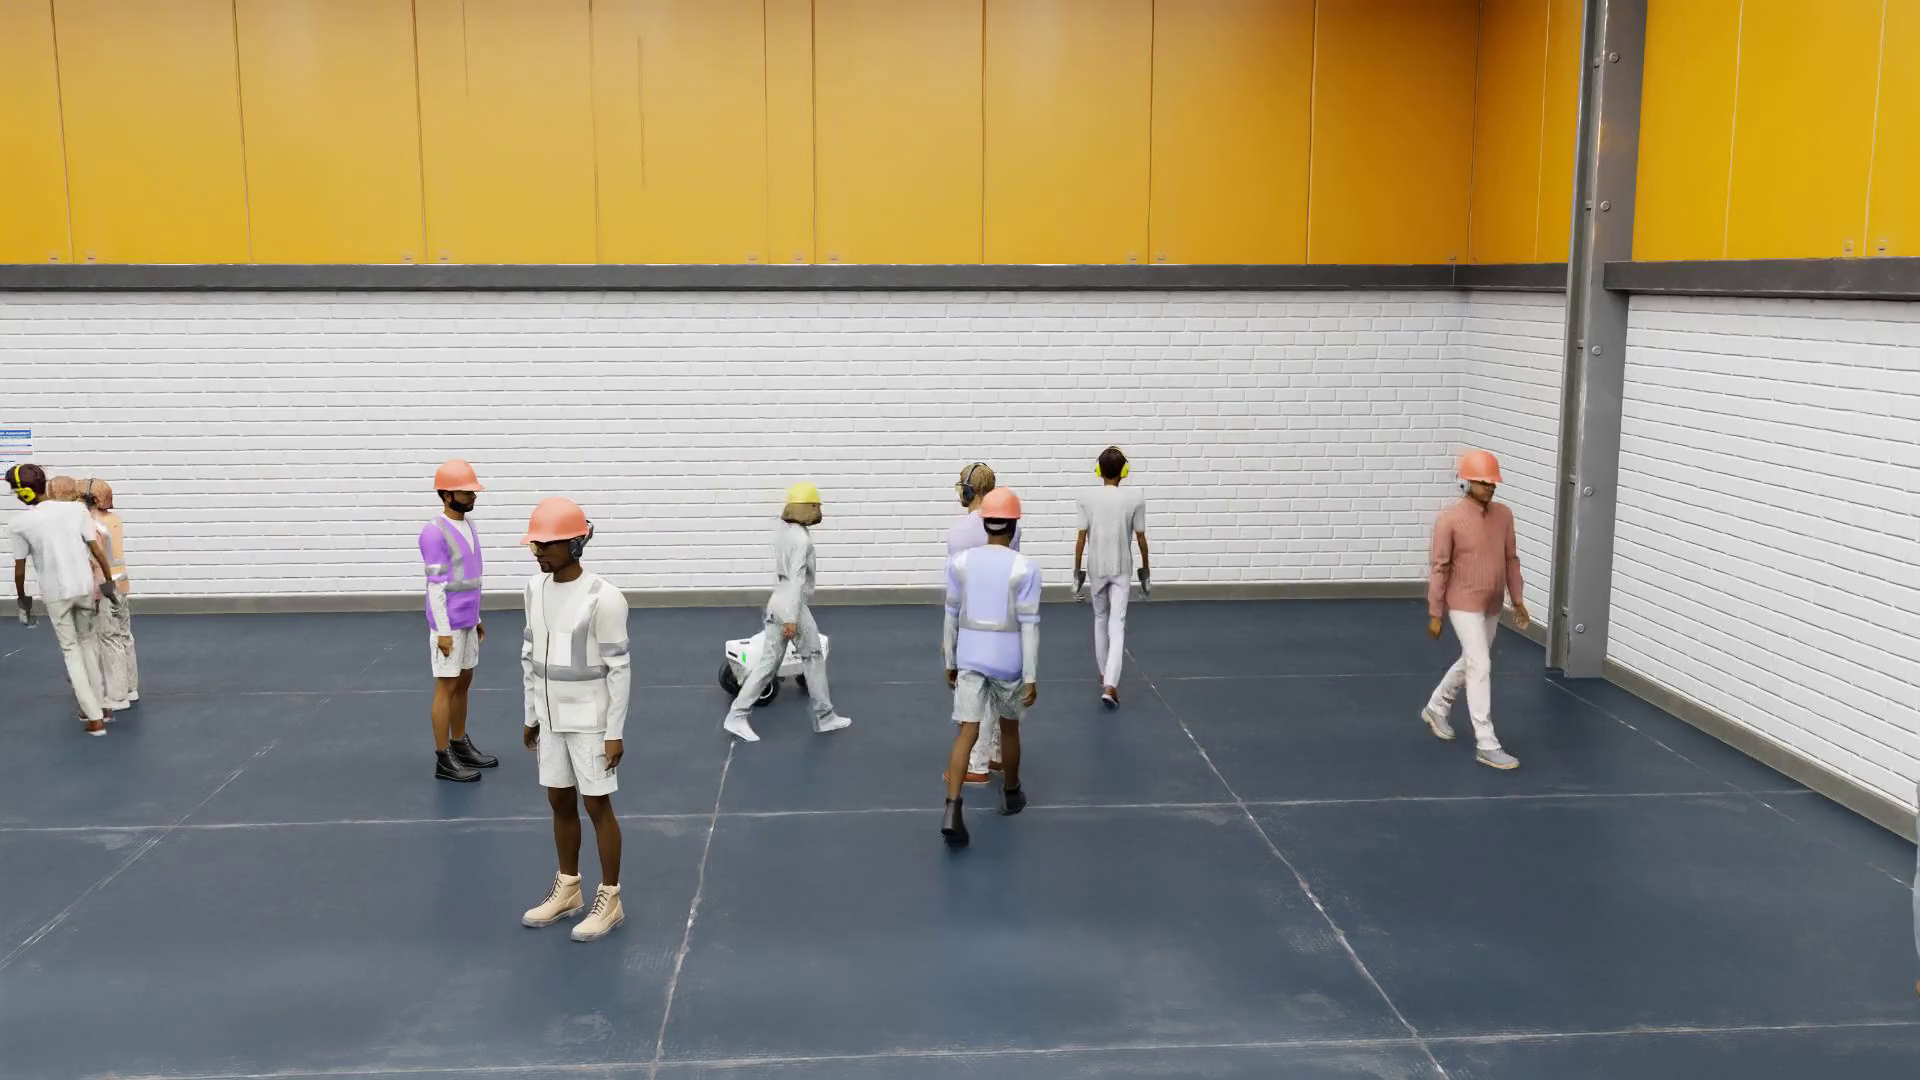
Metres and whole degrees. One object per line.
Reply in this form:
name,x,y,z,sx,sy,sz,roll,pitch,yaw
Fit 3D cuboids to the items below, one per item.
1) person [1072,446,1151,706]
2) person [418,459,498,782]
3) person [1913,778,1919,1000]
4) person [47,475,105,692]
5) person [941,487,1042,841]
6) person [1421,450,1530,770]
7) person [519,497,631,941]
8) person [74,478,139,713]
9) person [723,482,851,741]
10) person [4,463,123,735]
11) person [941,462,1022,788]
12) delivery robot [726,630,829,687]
person,1.083,0.241,11.901,0.549,1.828,0.979,2,9,11
person,-3.020,0.476,10.048,0.370,1.939,0.543,1,9,8
person,3.174,1.279,5.004,0.632,1.940,0.368,0,9,-3
person,-6.295,0.348,11.840,0.576,1.613,0.469,0,9,-1
person,0.148,0.667,9.026,0.586,1.892,0.997,3,10,19
person,3.246,0.391,10.537,0.616,1.960,0.963,-6,11,-31
person,-1.787,0.815,7.595,0.614,2.041,0.393,6,11,33
person,-5.946,0.382,11.574,0.310,1.638,0.523,-1,9,-9
person,-1.143,0.469,10.903,0.865,1.681,0.524,-5,10,-30
person,-5.924,0.386,10.991,0.632,1.815,0.608,8,12,40
person,0.113,0.502,9.884,0.371,1.940,0.627,6,11,34
delivery robot,-1.309,0.813,11.969,0.707,0.478,0.477,-5,10,-31
